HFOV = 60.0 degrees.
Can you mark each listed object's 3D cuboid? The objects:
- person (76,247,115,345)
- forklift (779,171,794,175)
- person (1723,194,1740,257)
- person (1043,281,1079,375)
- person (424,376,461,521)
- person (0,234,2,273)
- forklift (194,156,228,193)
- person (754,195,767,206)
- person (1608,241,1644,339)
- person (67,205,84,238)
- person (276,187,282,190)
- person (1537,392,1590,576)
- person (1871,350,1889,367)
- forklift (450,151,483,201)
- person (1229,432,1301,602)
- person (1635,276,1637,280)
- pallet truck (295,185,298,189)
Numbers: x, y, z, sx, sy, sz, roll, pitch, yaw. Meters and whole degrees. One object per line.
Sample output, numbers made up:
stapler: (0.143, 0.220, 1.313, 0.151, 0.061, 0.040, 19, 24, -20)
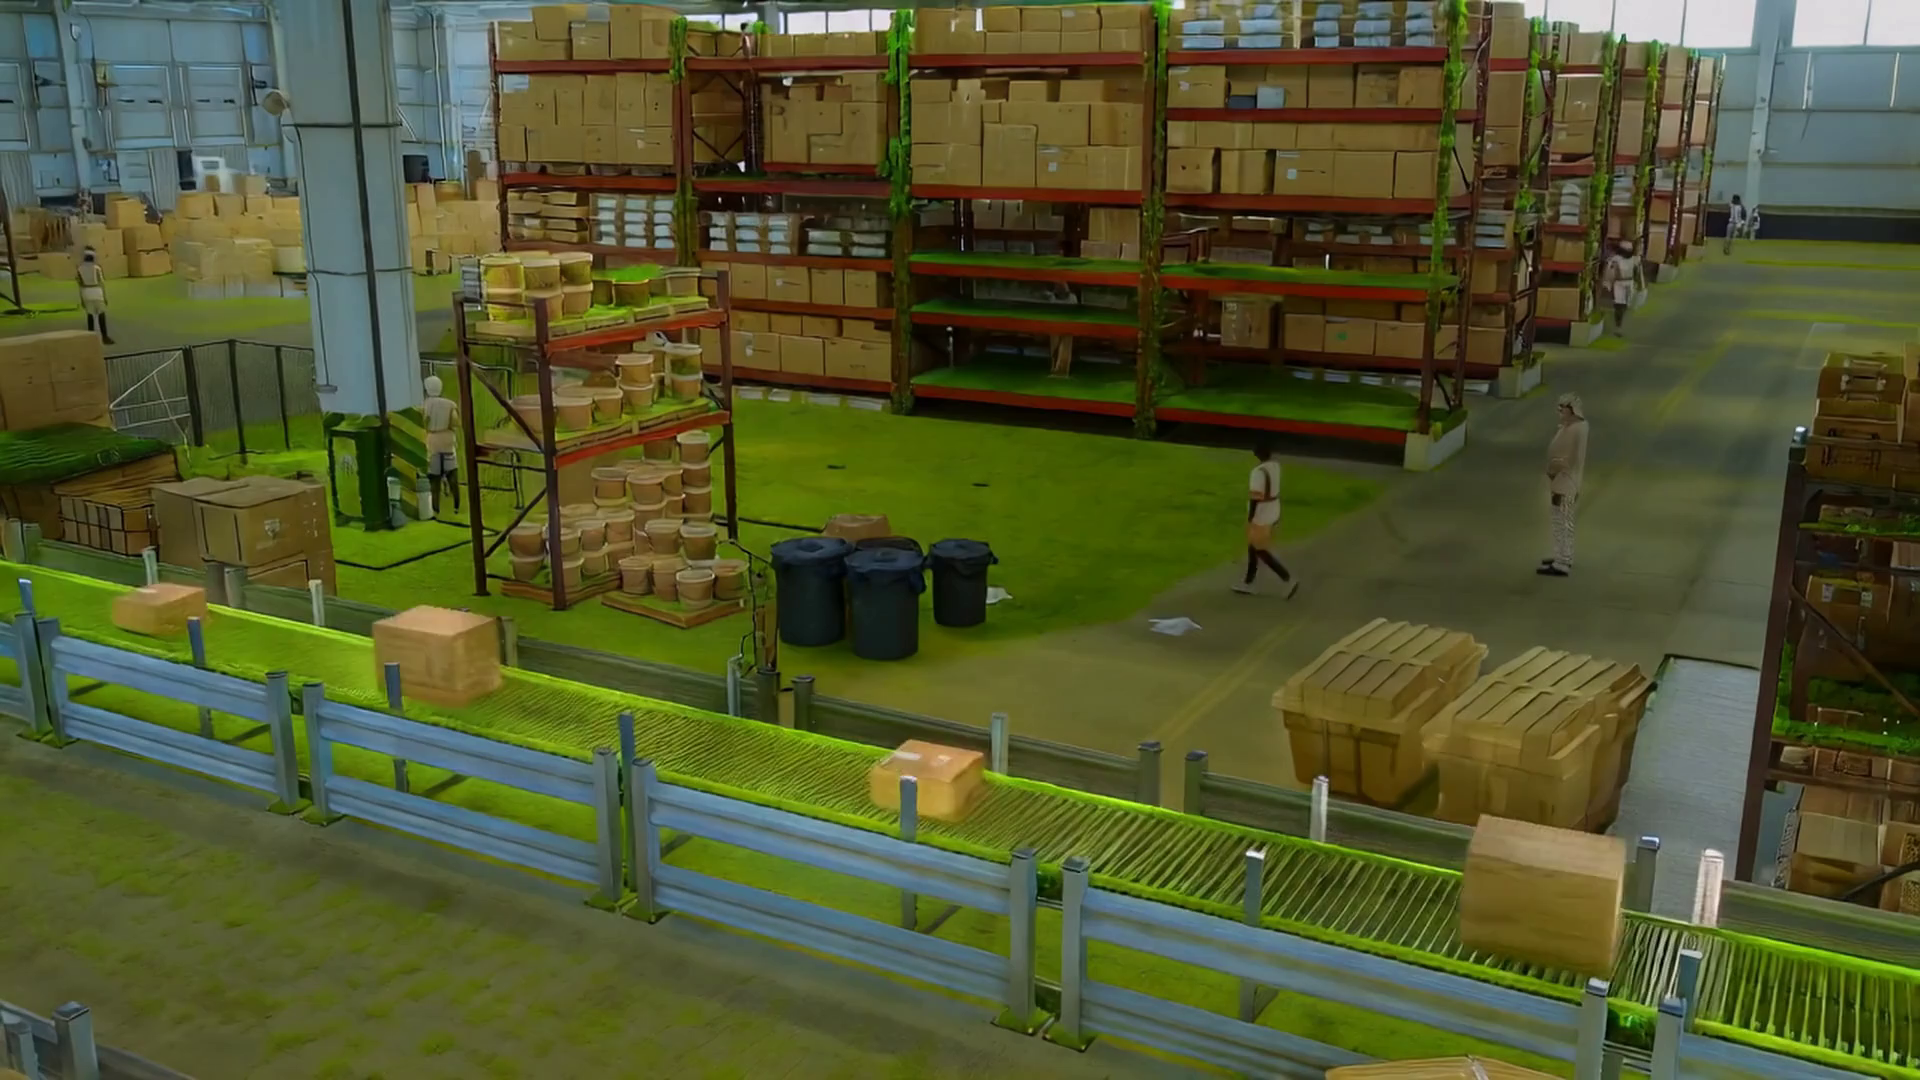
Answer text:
person: (-17.259, -4.854, 33.151, 0.547, 1.938, 0.378, 0, 15, 0)
forklift: (-6.439, -13.038, 62.112, 1.873, 2.768, 1.129, 3, 15, 12)
person: (24.000, -9.791, 51.755, 0.393, 1.916, 0.590, 6, 16, 20)
person: (1.729, -3.513, 28.171, 0.644, 1.907, 0.399, -6, 16, -21)
person: (-6.076, -1.074, 19.400, 0.534, 1.699, 0.318, -12, 19, -39)
person: (-27.317, -8.456, 46.869, 0.516, 1.843, 0.327, -5, 16, -20)
forklift: (-26.295, -12.105, 58.608, 1.129, 2.768, 1.873, -11, 18, -35)
person: (-6.196, -9.911, 52.245, 0.633, 1.886, 0.840, 1, 15, 4)
person: (13.659, -5.134, 34.143, 0.640, 1.974, 1.074, 1, 15, 6)
person: (-26.571, -9.196, 49.934, 0.503, 1.695, 0.884, 3, 15, 10)
person: (-25.167, -12.304, 61.771, 0.550, 1.604, 0.771, 9, 17, 31)
person: (6.224, -0.584, 17.158, 0.407, 1.910, 0.638, 8, 17, 27)
person: (12.333, -1.742, 22.148, 0.908, 1.575, 0.507, 9, 17, 31)
forklift: (-18.740, -13.643, 64.388, 1.873, 2.768, 1.129, 0, 15, 1)
person: (3.016, -0.221, 16.240, 0.719, 1.670, 0.536, 9, 17, 30)
person: (17.368, -7.423, 43.469, 0.862, 1.580, 0.496, 10, 18, 33)
pallet truck: (-26.804, -14.617, 69.738, 1.885, 1.965, 0.823, -14, 20, -42)
